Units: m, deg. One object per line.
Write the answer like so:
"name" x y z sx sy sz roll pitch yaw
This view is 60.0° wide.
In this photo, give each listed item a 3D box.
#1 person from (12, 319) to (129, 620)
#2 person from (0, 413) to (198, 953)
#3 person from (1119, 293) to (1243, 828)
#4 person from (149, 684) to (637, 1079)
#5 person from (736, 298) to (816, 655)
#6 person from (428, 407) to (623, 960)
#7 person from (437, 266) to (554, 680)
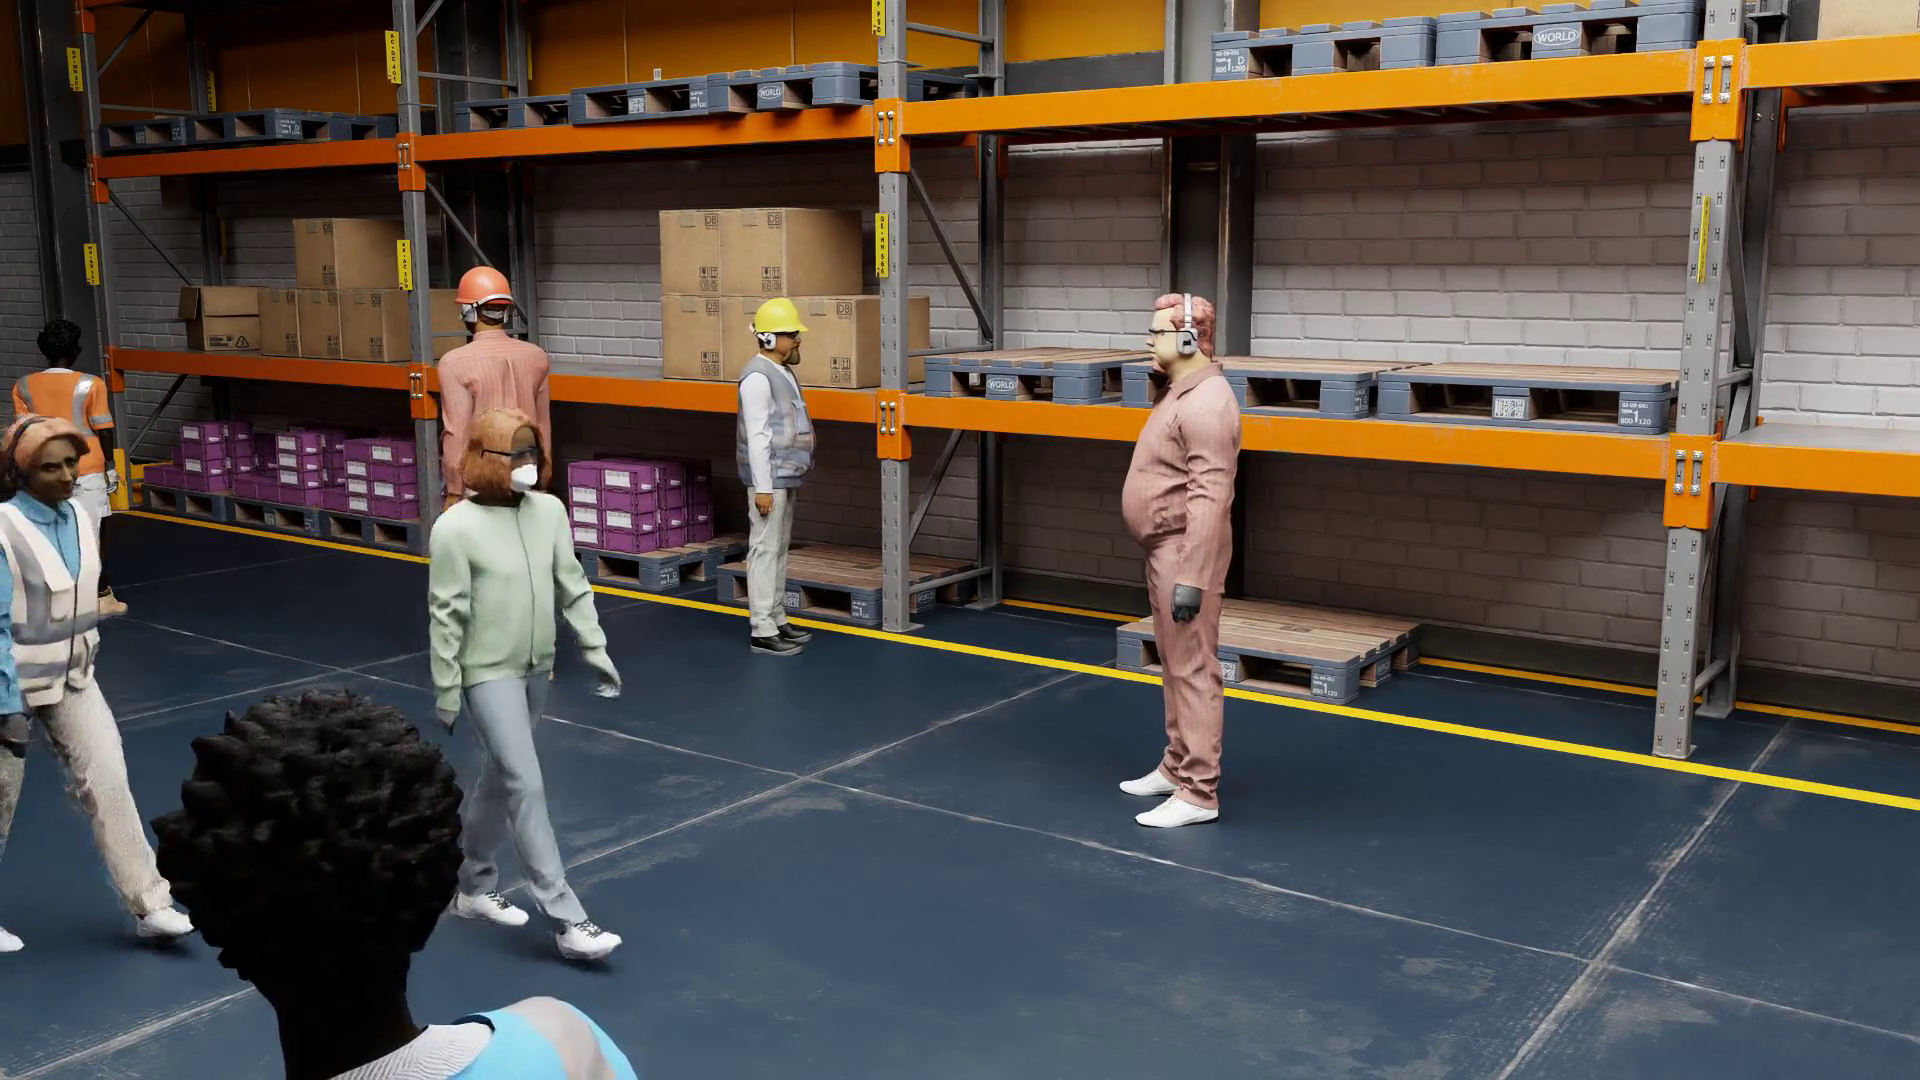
"person" -5.014 -0.387 9.367 0.539 1.695 0.319 0 10 -2
"person" -2.612 0.435 4.759 0.863 1.596 0.538 2 10 12
"person" 0.785 0.073 6.006 0.407 1.908 0.642 0 10 -2
"person" -0.466 0.953 1.376 0.317 1.699 0.540 5 11 28
"person" -0.947 -0.333 8.638 0.404 1.833 0.591 1 10 8
"person" -1.238 0.415 4.872 0.803 1.595 0.520 5 11 27
"person" -2.188 -0.280 7.841 0.390 1.995 0.613 7 12 37
